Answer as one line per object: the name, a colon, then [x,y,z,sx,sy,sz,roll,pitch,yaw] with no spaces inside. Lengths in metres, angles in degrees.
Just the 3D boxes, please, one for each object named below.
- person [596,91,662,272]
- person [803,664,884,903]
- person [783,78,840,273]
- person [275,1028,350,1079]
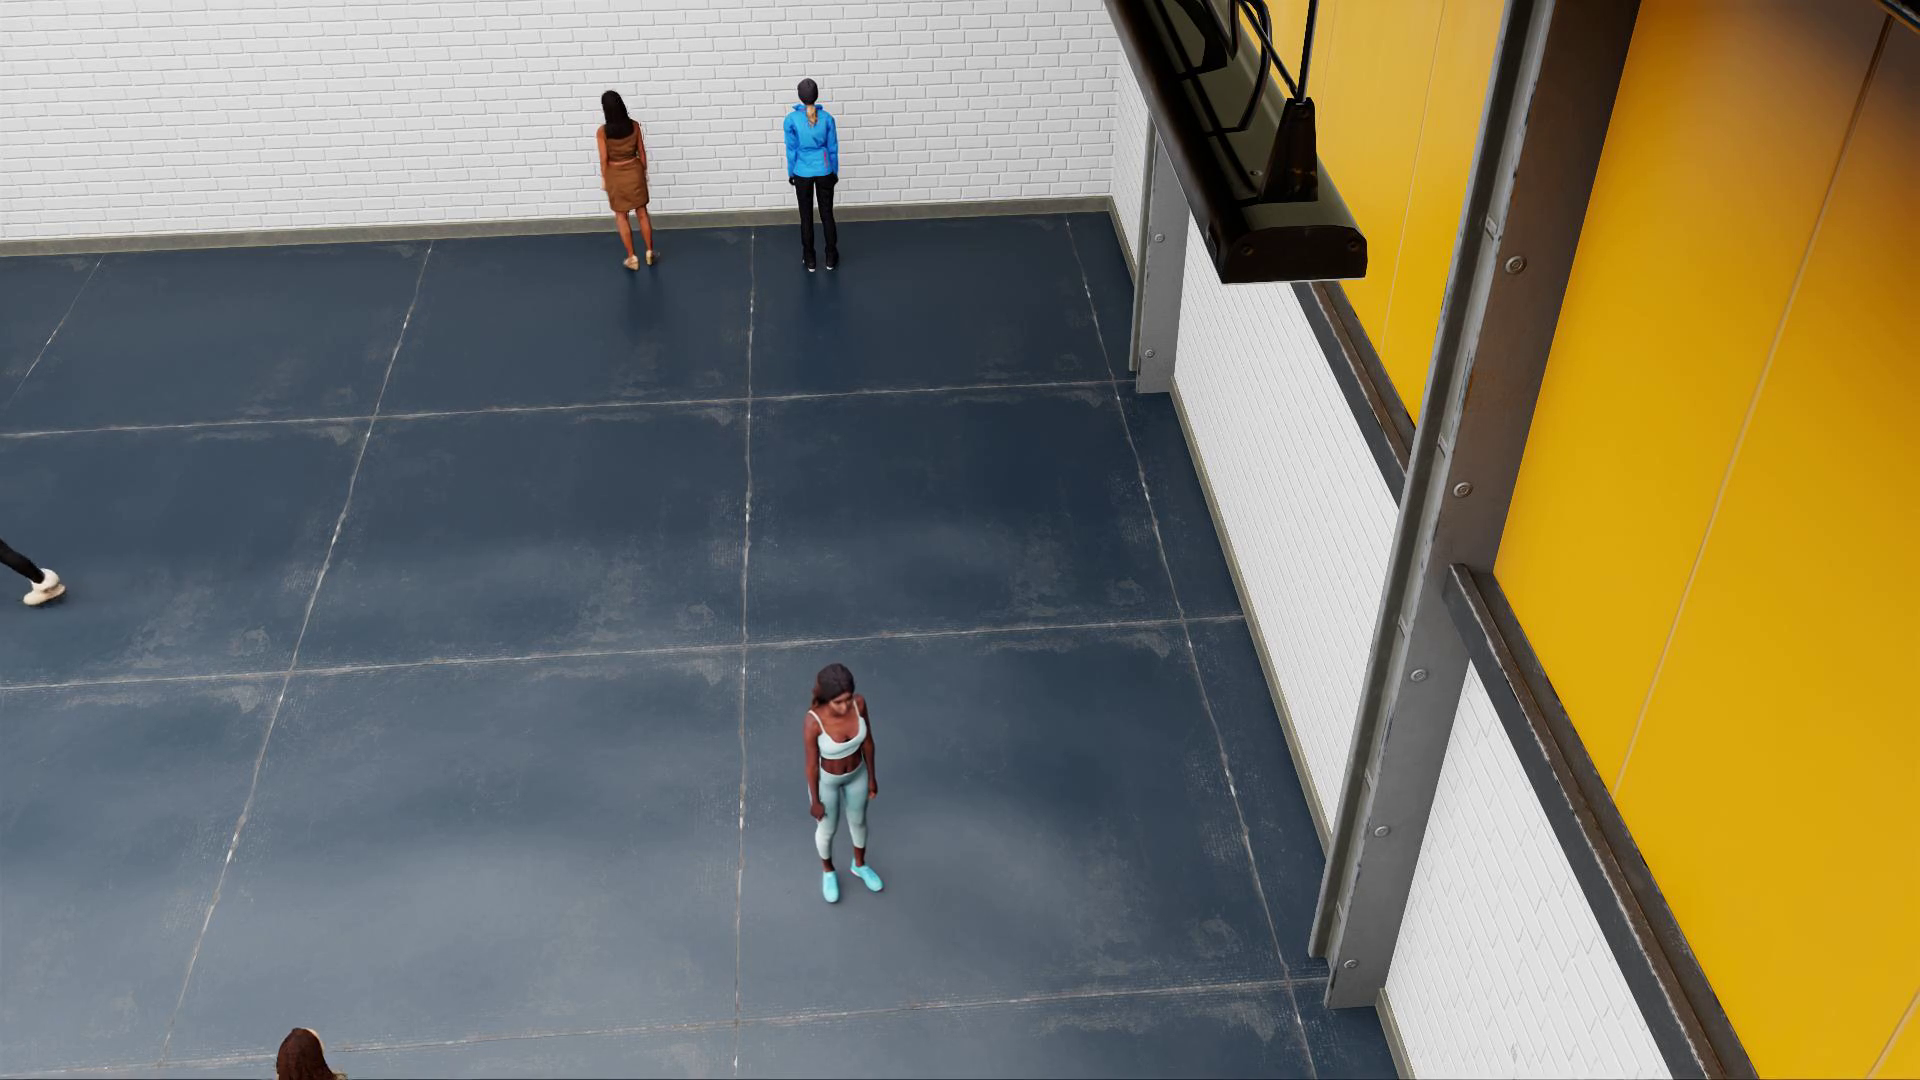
person: [-2.947,-3.185,14.758,0.673,1.679,0.645,-15,41,-18]
person: [-0.660,1.311,9.092,0.639,1.724,0.654,-19,43,-23]
person: [-1.294,-3.222,14.711,0.610,1.795,0.503,-4,39,-4]
person: [-2.831,2.744,7.500,0.706,1.471,0.754,11,40,13]
